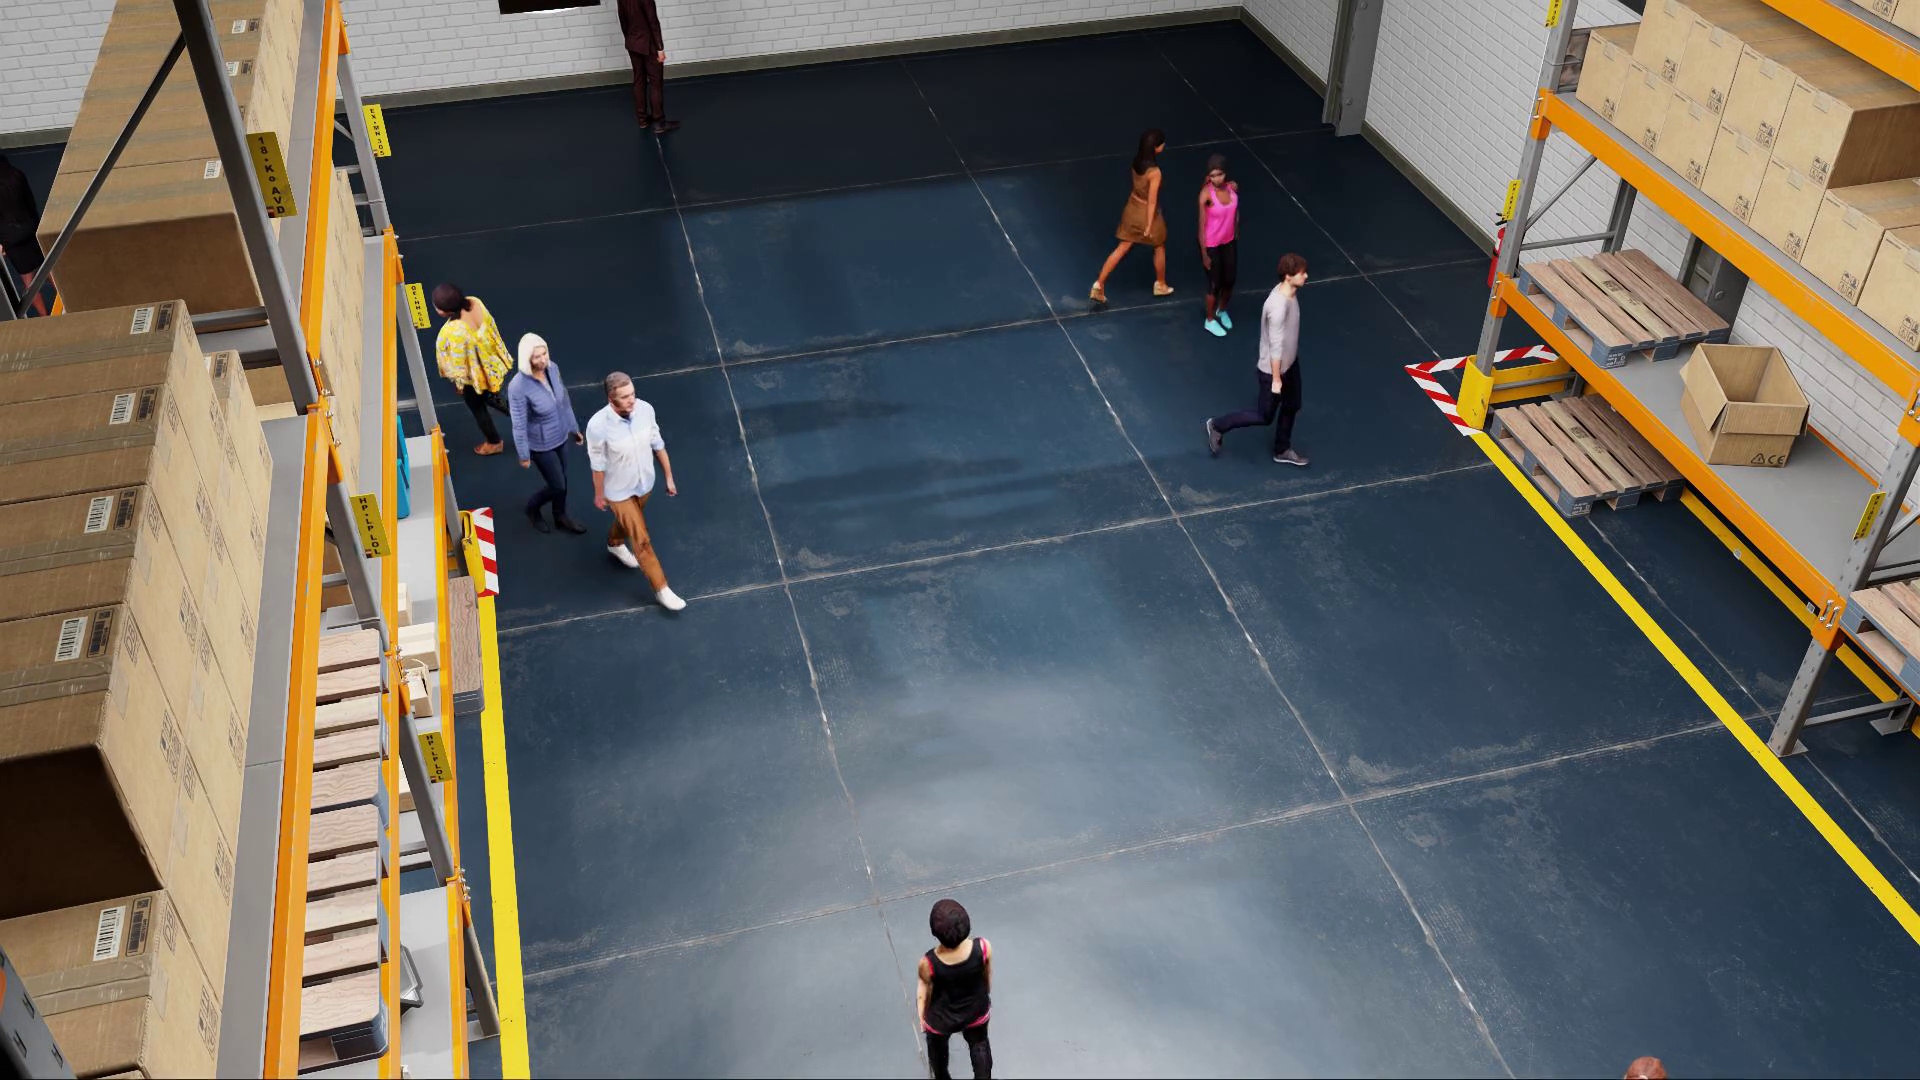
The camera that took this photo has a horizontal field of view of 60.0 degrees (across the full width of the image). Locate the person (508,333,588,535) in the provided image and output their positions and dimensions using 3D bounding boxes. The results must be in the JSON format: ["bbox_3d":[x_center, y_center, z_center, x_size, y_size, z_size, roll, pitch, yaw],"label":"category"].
[{"bbox_3d":[-3.040,-0.759,11.948,0.867,1.729,0.802,17,42,20],"label":"person"}]

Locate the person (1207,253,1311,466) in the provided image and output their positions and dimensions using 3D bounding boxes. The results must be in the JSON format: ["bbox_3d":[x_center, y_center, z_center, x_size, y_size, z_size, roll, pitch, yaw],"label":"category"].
[{"bbox_3d":[2.322,-1.339,12.603,1.120,1.818,1.083,17,42,20],"label":"person"}]

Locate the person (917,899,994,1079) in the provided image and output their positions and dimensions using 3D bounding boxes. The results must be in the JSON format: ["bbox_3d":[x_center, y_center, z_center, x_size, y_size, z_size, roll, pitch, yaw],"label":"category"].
[{"bbox_3d":[0.000,2.349,8.207,0.548,1.541,0.804,-11,40,-13],"label":"person"}]

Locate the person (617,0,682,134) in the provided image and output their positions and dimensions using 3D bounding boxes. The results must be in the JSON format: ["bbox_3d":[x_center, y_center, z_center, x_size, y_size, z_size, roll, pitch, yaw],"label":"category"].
[{"bbox_3d":[-3.302,-5.186,17.376,0.761,1.872,0.837,23,44,26],"label":"person"}]

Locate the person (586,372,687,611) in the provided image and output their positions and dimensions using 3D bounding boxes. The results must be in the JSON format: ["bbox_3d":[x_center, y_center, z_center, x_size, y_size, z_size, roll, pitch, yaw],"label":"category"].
[{"bbox_3d":[-2.339,-0.417,11.479,1.276,1.779,1.116,28,46,30],"label":"person"}]

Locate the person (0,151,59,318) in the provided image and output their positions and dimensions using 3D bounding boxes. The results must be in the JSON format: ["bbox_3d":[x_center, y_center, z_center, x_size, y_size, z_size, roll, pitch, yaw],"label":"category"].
[{"bbox_3d":[-8.069,-2.620,14.283,0.732,1.722,0.673,20,43,23],"label":"person"}]

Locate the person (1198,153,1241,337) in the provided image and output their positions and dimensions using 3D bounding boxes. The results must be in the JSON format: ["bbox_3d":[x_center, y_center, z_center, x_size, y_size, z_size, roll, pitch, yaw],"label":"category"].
[{"bbox_3d":[2.150,-2.532,14.194,0.650,1.696,0.632,-23,44,-26],"label":"person"}]

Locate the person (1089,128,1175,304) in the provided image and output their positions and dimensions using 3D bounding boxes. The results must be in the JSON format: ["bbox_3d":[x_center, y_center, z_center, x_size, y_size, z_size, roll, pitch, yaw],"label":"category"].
[{"bbox_3d":[1.515,-2.777,14.539,0.790,1.648,1.070,-18,42,-22],"label":"person"}]

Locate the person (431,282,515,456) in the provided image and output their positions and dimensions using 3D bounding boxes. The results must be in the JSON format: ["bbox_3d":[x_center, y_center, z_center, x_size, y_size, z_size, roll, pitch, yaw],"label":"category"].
[{"bbox_3d":[-3.623,-1.270,12.674,0.921,1.621,0.888,8,39,10],"label":"person"}]
